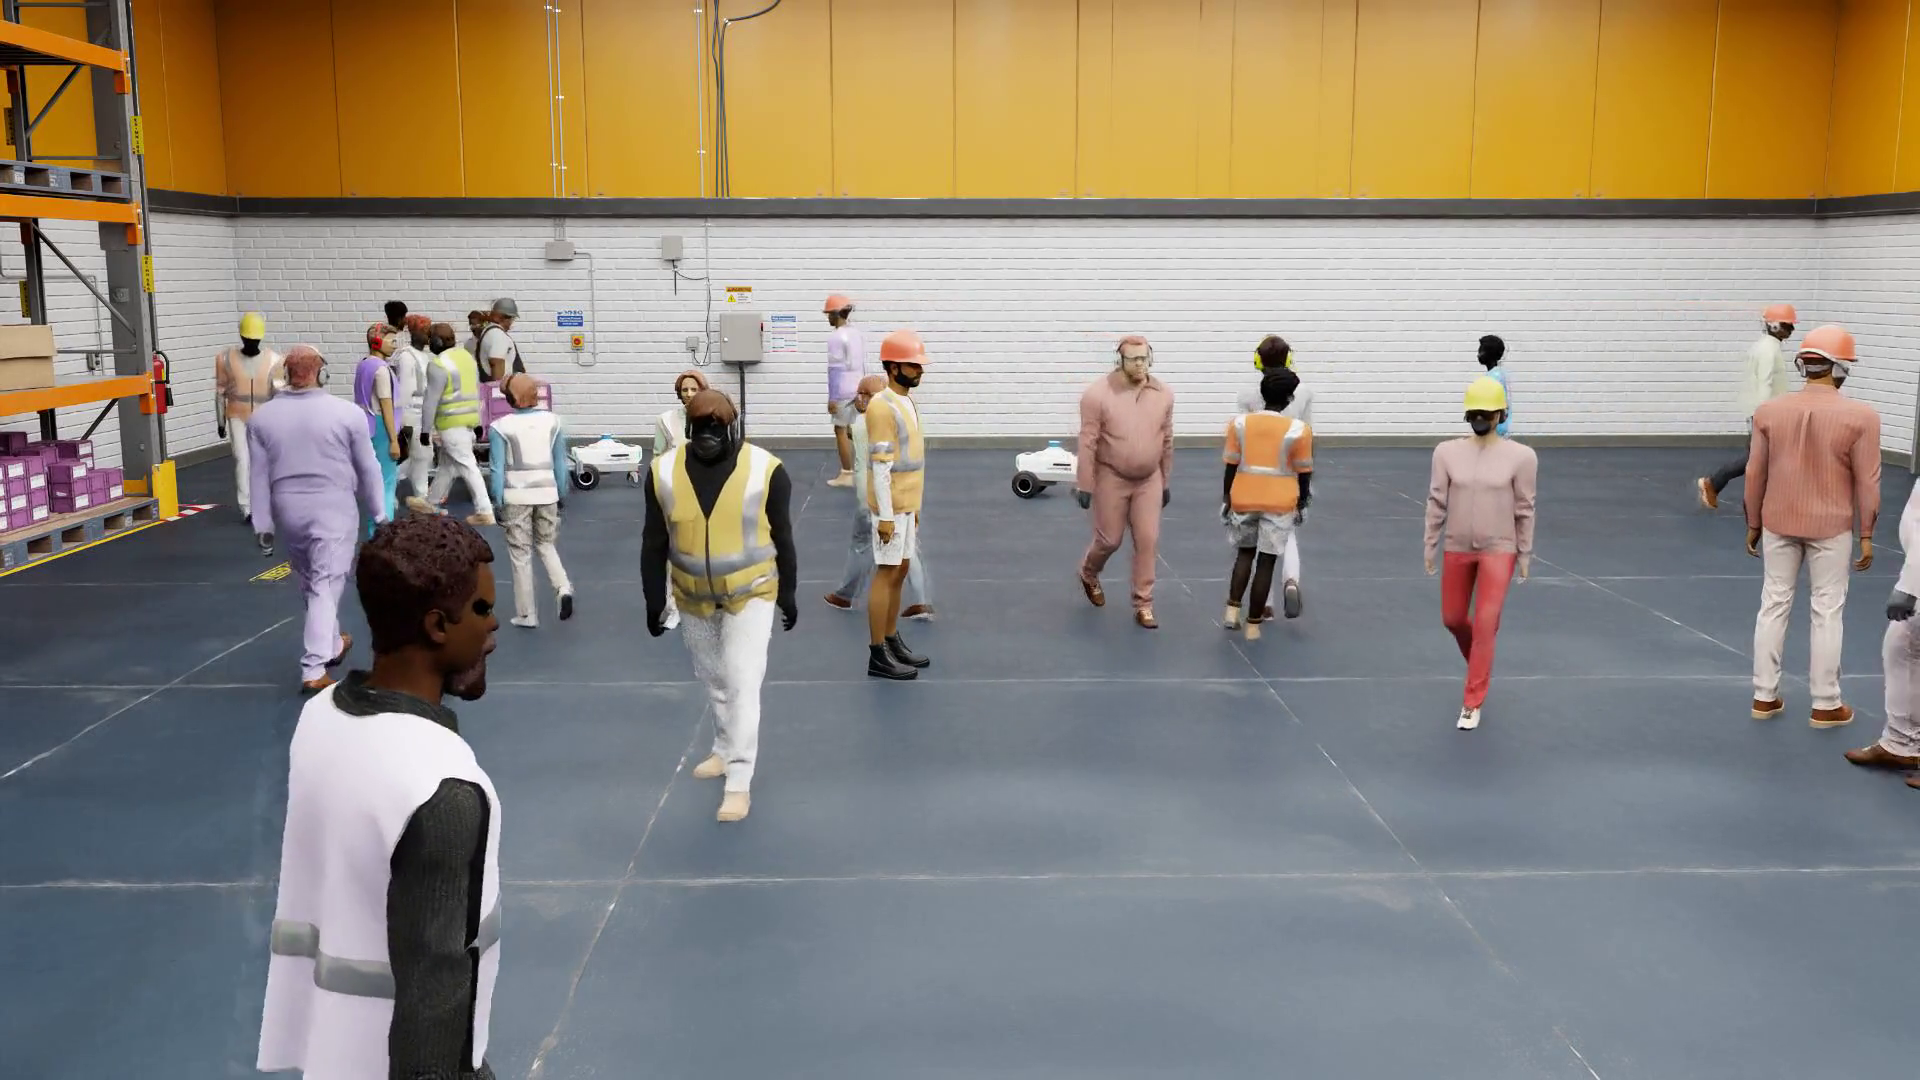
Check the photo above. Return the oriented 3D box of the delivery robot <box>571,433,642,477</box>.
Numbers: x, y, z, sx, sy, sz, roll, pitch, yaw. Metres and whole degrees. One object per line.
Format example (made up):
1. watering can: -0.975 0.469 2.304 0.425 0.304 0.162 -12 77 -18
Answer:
1. delivery robot: -3.661 -0.862 17.255 0.707 0.478 0.477 -3 10 -16

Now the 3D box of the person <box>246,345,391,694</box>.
1. person: -3.494 -0.134 9.117 0.645 1.854 1.007 0 9 3

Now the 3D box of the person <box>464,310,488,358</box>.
1. person: -5.243 -1.664 18.619 0.581 1.825 0.884 3 10 16

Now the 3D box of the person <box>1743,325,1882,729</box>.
1. person: 4.237 -0.069 8.282 0.399 1.989 0.622 -9 13 -44

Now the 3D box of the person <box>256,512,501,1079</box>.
1. person: -1.007 0.889 2.773 0.936 1.881 0.607 -9 13 -43

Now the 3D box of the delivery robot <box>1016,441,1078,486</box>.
1. delivery robot: 0.927 -0.740 16.508 0.707 0.478 0.477 3 10 15

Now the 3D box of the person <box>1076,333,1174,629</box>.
1. person: 1.036 -0.402 10.709 0.662 1.875 0.764 -3 10 -16

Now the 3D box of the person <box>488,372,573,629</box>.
1. person: -2.680 -0.237 10.430 0.524 1.622 0.427 -8 12 -41

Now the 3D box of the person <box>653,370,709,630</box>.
1. person: -1.675 -0.254 10.493 0.512 1.641 0.309 -1 9 -5

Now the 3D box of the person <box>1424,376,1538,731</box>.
1. person: 2.630 0.035 8.395 0.535 1.741 0.725 5 11 30

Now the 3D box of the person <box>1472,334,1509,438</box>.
1. person: 4.663 -0.970 14.716 0.367 1.685 0.551 3 10 18

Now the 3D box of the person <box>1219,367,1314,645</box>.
1. person: 1.859 -0.205 10.055 0.543 1.678 0.430 5 10 27

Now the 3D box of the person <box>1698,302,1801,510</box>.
1. person: 7.276 -1.176 15.153 0.814 1.972 0.629 5 11 29

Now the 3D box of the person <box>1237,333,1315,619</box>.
1. person: 2.019 -0.383 10.626 0.544 1.858 0.532 -1 9 -4

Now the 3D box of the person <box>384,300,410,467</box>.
1. person: -6.252 -1.682 18.385 0.667 1.927 0.662 -3 10 -20

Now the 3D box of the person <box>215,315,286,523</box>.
1. person: -6.379 -1.089 14.989 0.583 1.845 1.084 -5 11 -30

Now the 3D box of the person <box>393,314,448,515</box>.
1. person: -5.042 -1.125 15.152 0.594 1.864 0.585 0 9 0

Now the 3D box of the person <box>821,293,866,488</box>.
1. person: -1.132 -1.536 17.194 0.639 2.020 0.621 4 10 22

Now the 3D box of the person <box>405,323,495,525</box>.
1. person: -4.571 -1.020 14.741 0.980 1.783 0.637 2 10 13

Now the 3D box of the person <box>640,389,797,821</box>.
1. person: -1.022 0.231 7.130 0.644 1.788 0.820 1 9 9

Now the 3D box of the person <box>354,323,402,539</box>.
1. person: -4.625 -0.801 13.240 0.391 1.838 0.563 -7 11 -36

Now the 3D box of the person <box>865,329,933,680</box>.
1. person: -0.325 -0.202 9.265 0.375 1.935 0.551 2 10 14

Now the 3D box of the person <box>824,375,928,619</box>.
1. person: -0.526 -0.285 10.852 0.887 1.584 0.508 9 13 44

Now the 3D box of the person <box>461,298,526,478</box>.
1. person: -4.990 -1.671 17.959 1.071 2.000 0.712 -6 11 -31

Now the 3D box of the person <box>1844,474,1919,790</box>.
1. person: 4.178 0.162 7.219 0.727 1.885 0.648 6 11 34
